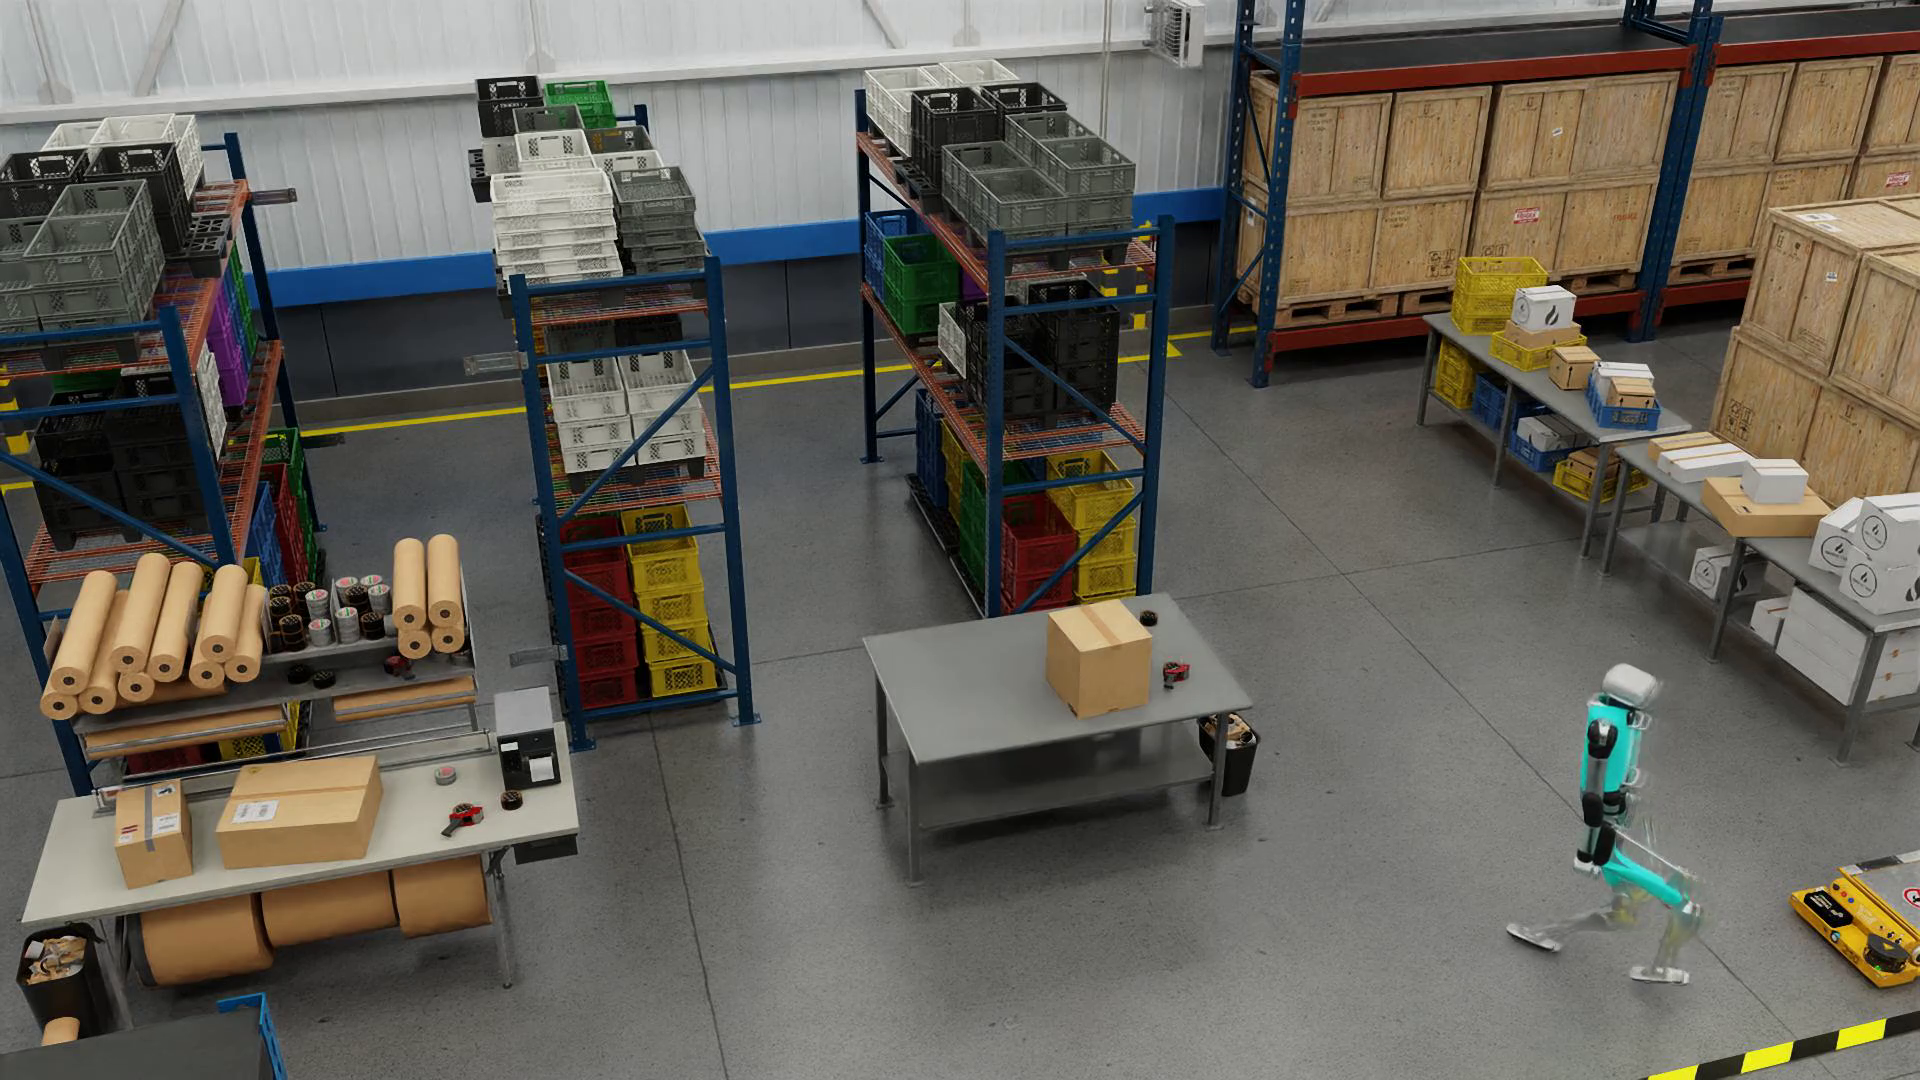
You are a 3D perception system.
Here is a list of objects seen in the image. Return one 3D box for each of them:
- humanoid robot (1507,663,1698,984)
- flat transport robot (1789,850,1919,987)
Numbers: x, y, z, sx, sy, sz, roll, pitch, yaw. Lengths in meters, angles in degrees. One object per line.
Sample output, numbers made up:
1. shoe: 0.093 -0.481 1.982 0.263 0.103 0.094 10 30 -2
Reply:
1. humanoid robot: 3.320 1.466 8.038 1.035 1.784 0.538 16 33 27
2. flat transport robot: 5.163 1.916 8.676 1.431 0.231 0.659 -8 30 -14
